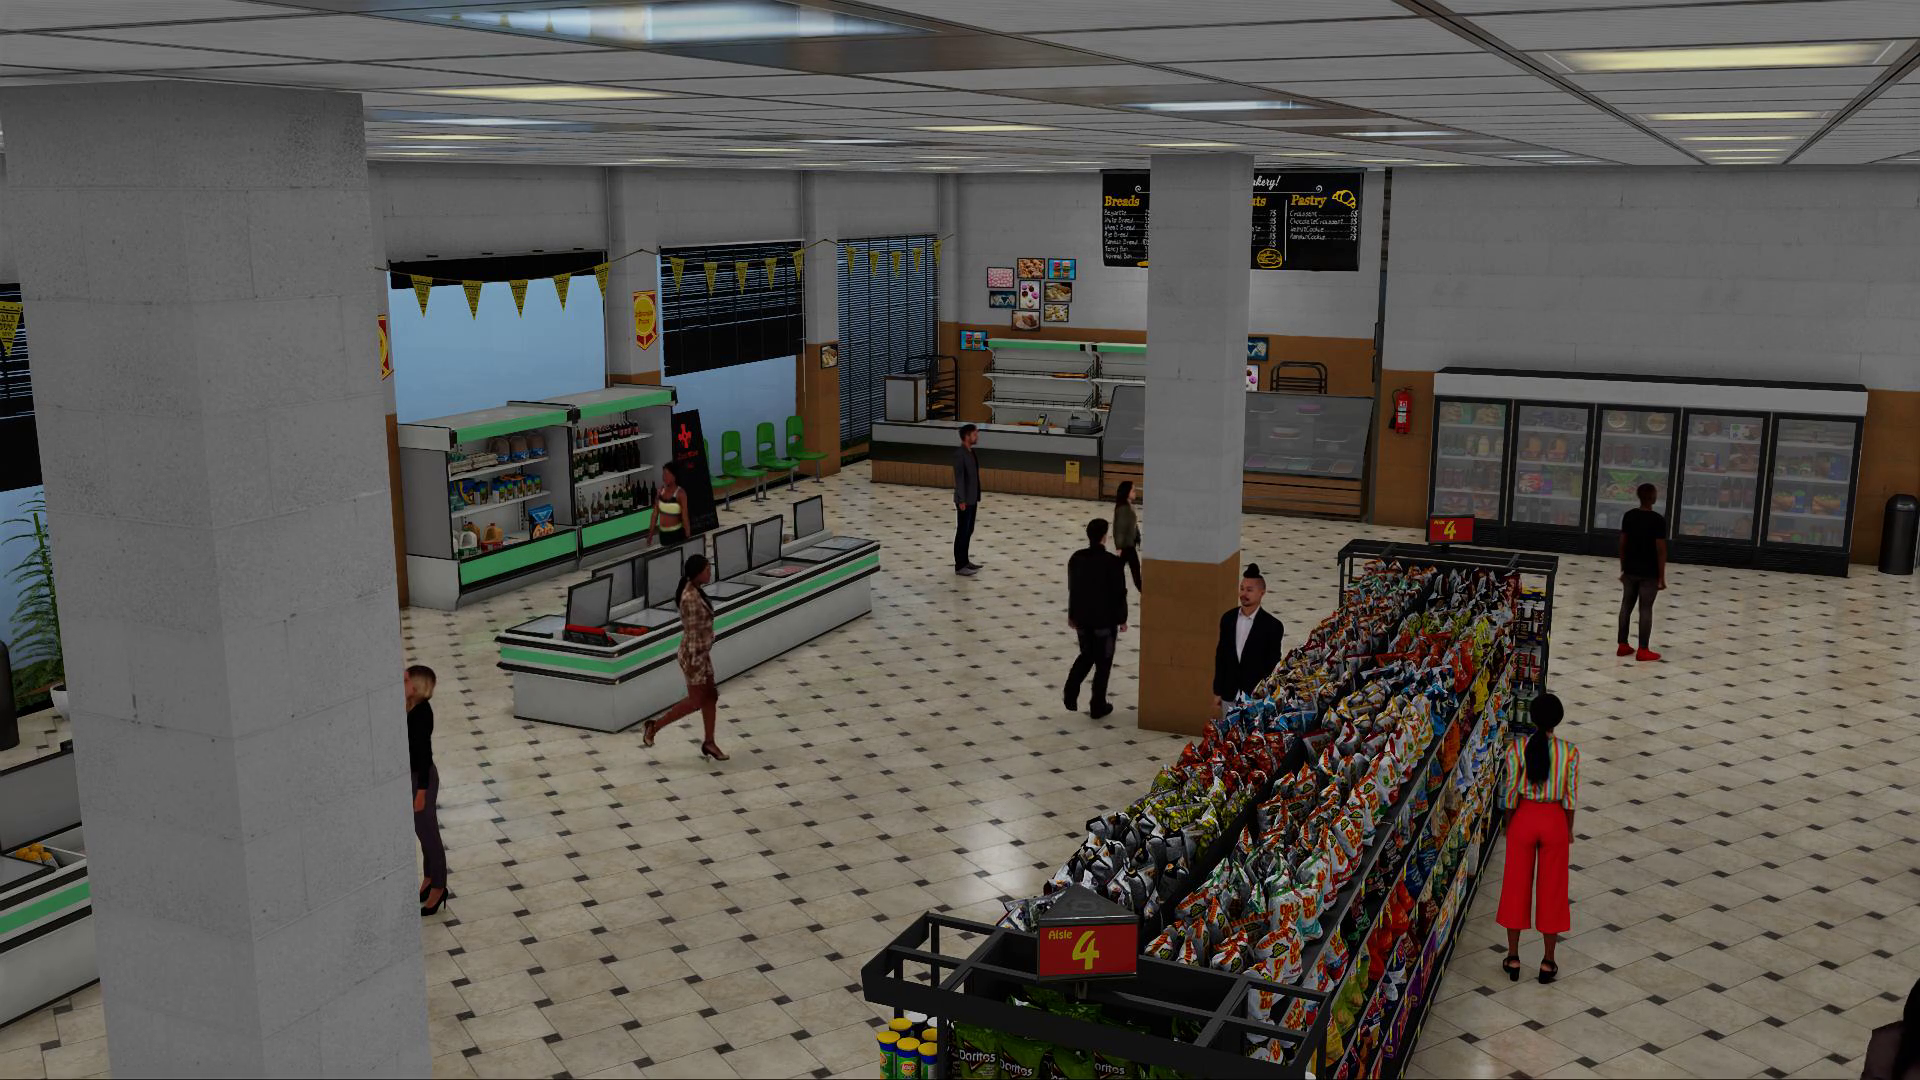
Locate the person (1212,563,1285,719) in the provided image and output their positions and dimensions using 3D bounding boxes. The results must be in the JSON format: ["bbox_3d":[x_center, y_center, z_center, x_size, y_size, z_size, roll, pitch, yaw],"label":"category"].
[{"bbox_3d":[2.190,1.132,12.636,0.761,1.950,0.690,10,15,39],"label":"person"}]

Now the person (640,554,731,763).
[{"bbox_3d":[-2.262,1.001,13.689,0.924,1.772,0.994,-1,12,-3],"label":"person"}]

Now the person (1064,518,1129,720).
[{"bbox_3d":[1.168,0.732,14.841,0.805,1.825,0.838,9,15,36],"label":"person"}]

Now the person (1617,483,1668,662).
[{"bbox_3d":[6.906,0.314,16.877,0.719,1.805,0.720,-8,14,-33],"label":"person"}]

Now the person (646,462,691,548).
[{"bbox_3d":[-3.161,-0.007,18.637,0.684,1.707,1.209,8,14,33],"label":"person"}]

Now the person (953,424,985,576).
[{"bbox_3d":[0.084,-0.516,20.653,0.791,1.871,0.584,3,12,14],"label":"person"}]

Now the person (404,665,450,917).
[{"bbox_3d":[-3.535,1.629,10.944,0.728,1.675,0.685,-6,13,-25],"label":"person"}]

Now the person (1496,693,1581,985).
[{"bbox_3d":[3.460,1.776,9.958,0.617,1.794,0.565,4,12,17],"label":"person"}]
